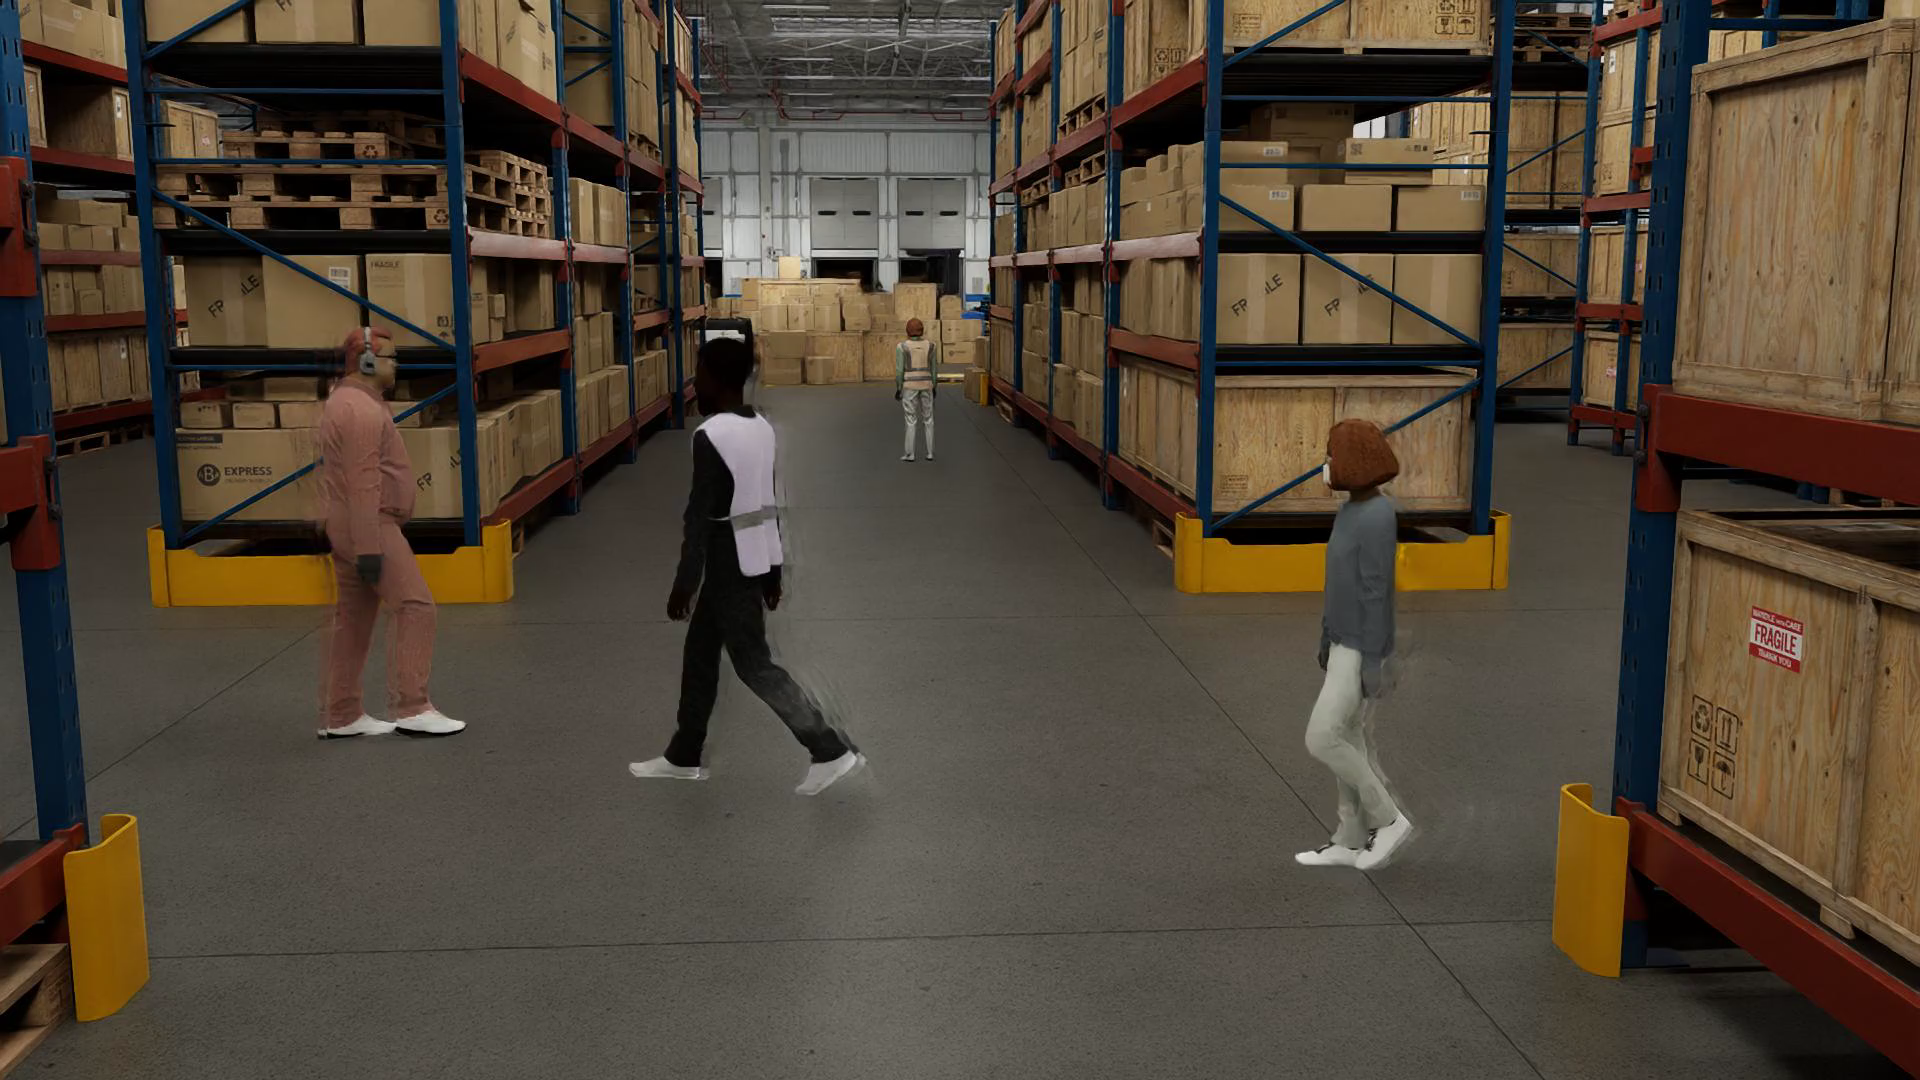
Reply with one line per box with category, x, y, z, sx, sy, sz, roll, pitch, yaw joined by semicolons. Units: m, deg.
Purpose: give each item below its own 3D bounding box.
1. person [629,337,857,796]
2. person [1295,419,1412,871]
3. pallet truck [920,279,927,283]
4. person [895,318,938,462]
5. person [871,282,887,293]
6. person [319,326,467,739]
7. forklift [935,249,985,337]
person;-0.889;0.110;6.793;0.982;1.883;0.592;2;9;10
person;1.349;0.388;5.835;0.345;1.620;0.525;0;9;1
pallet truck;-0.932;-8.922;63.114;1.885;1.965;0.823;2;9;13
person;-0.491;-1.706;18.930;0.512;1.639;0.311;-4;10;-22
person;-2.733;-7.784;56.277;0.634;1.910;0.904;-3;9;-17
person;-2.585;-0.021;7.577;0.730;1.882;0.686;-5;10;-27
forklift;-0.337;-6.664;46.173;1.873;2.768;1.129;-5;10;-28
